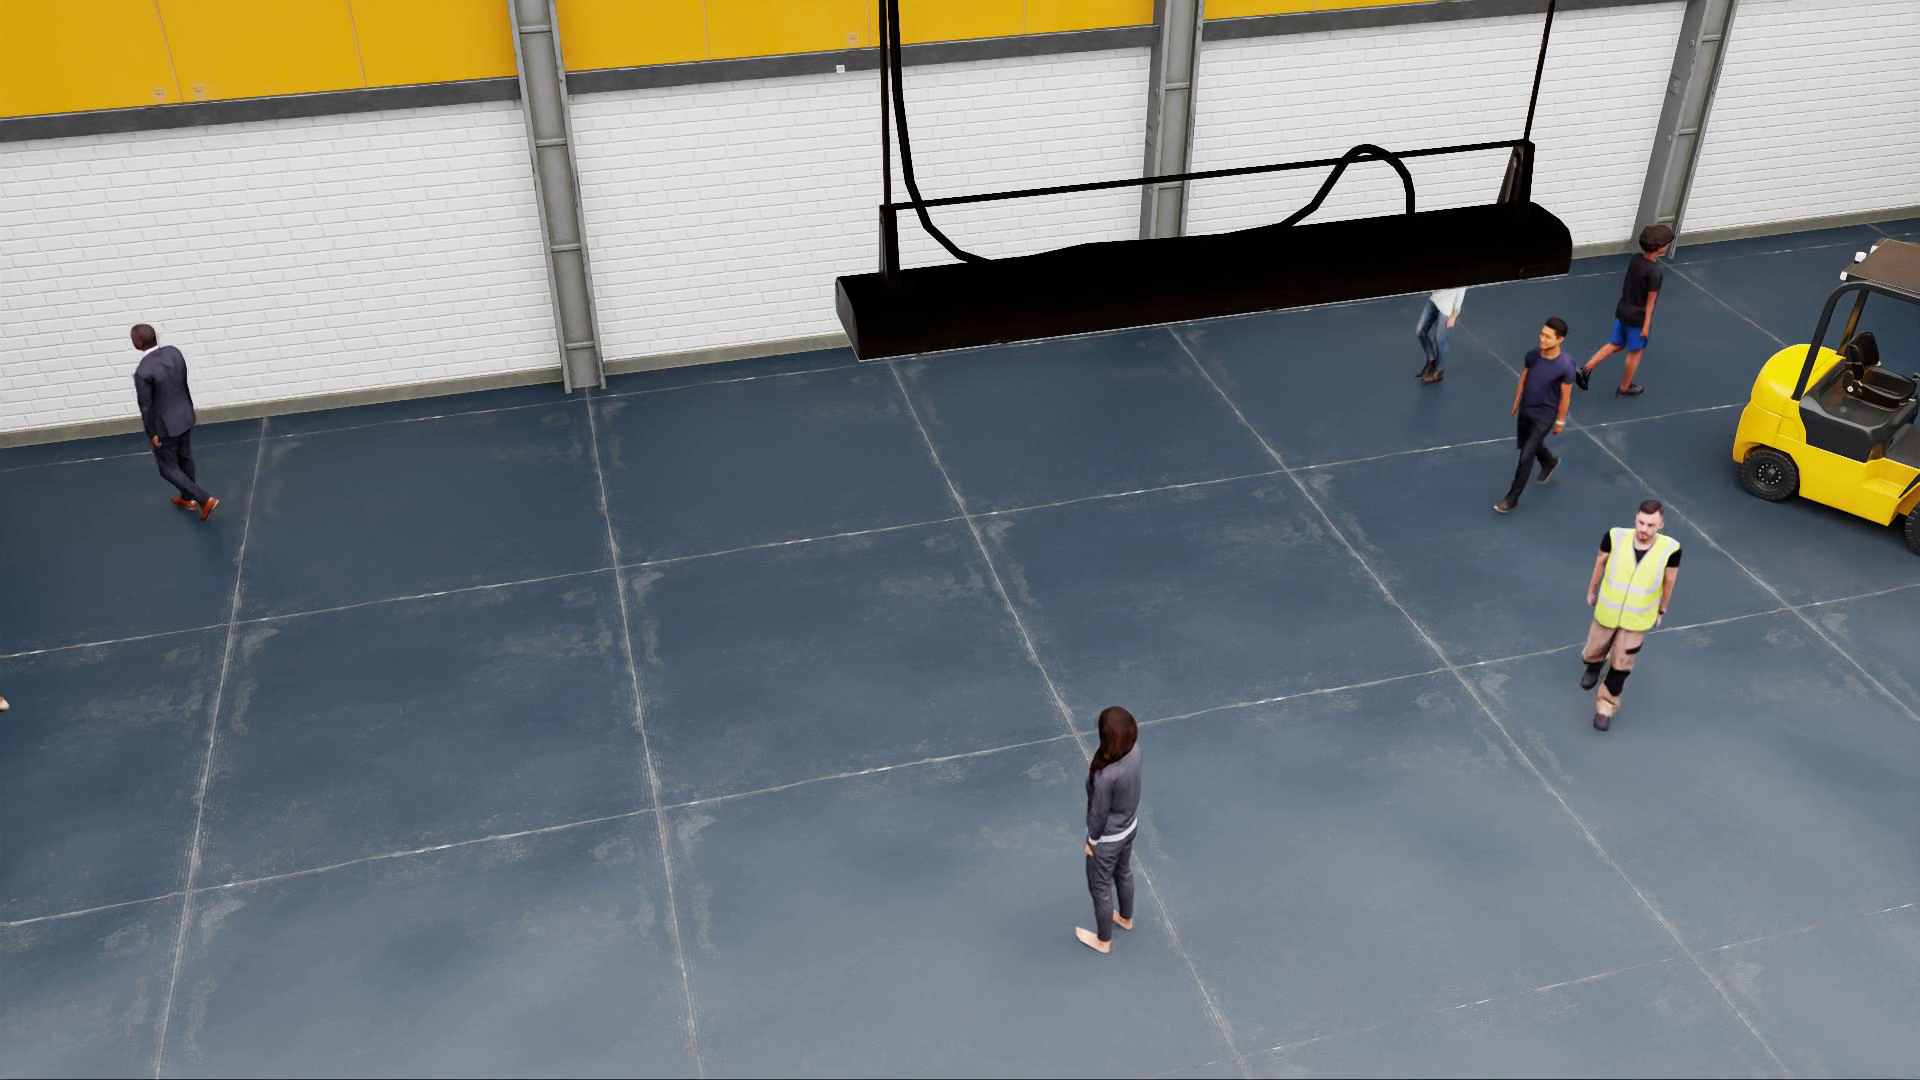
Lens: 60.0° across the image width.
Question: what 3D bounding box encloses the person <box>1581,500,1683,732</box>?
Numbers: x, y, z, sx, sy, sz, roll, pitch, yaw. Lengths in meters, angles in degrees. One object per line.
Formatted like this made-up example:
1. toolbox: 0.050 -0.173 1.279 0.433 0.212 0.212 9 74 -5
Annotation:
1. person: 4.708 0.465 11.729 0.984 1.830 1.034 16 37 22

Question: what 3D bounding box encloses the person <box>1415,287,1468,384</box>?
1. person: 4.728 -2.258 15.999 0.623 1.639 0.632 -14 36 -20

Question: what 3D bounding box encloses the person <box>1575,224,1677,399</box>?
1. person: 6.267 -2.117 15.662 0.964 1.776 0.604 -9 35 -13

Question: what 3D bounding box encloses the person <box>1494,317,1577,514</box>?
1. person: 4.975 -1.097 14.137 1.169 1.766 0.876 -20 38 -27

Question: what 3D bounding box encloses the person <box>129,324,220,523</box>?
1. person: -6.558 -0.966 13.898 1.084 1.812 0.989 12 35 17

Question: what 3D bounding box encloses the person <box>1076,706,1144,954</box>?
1. person: 0.917 1.716 9.903 0.728 1.768 0.657 20 38 27
